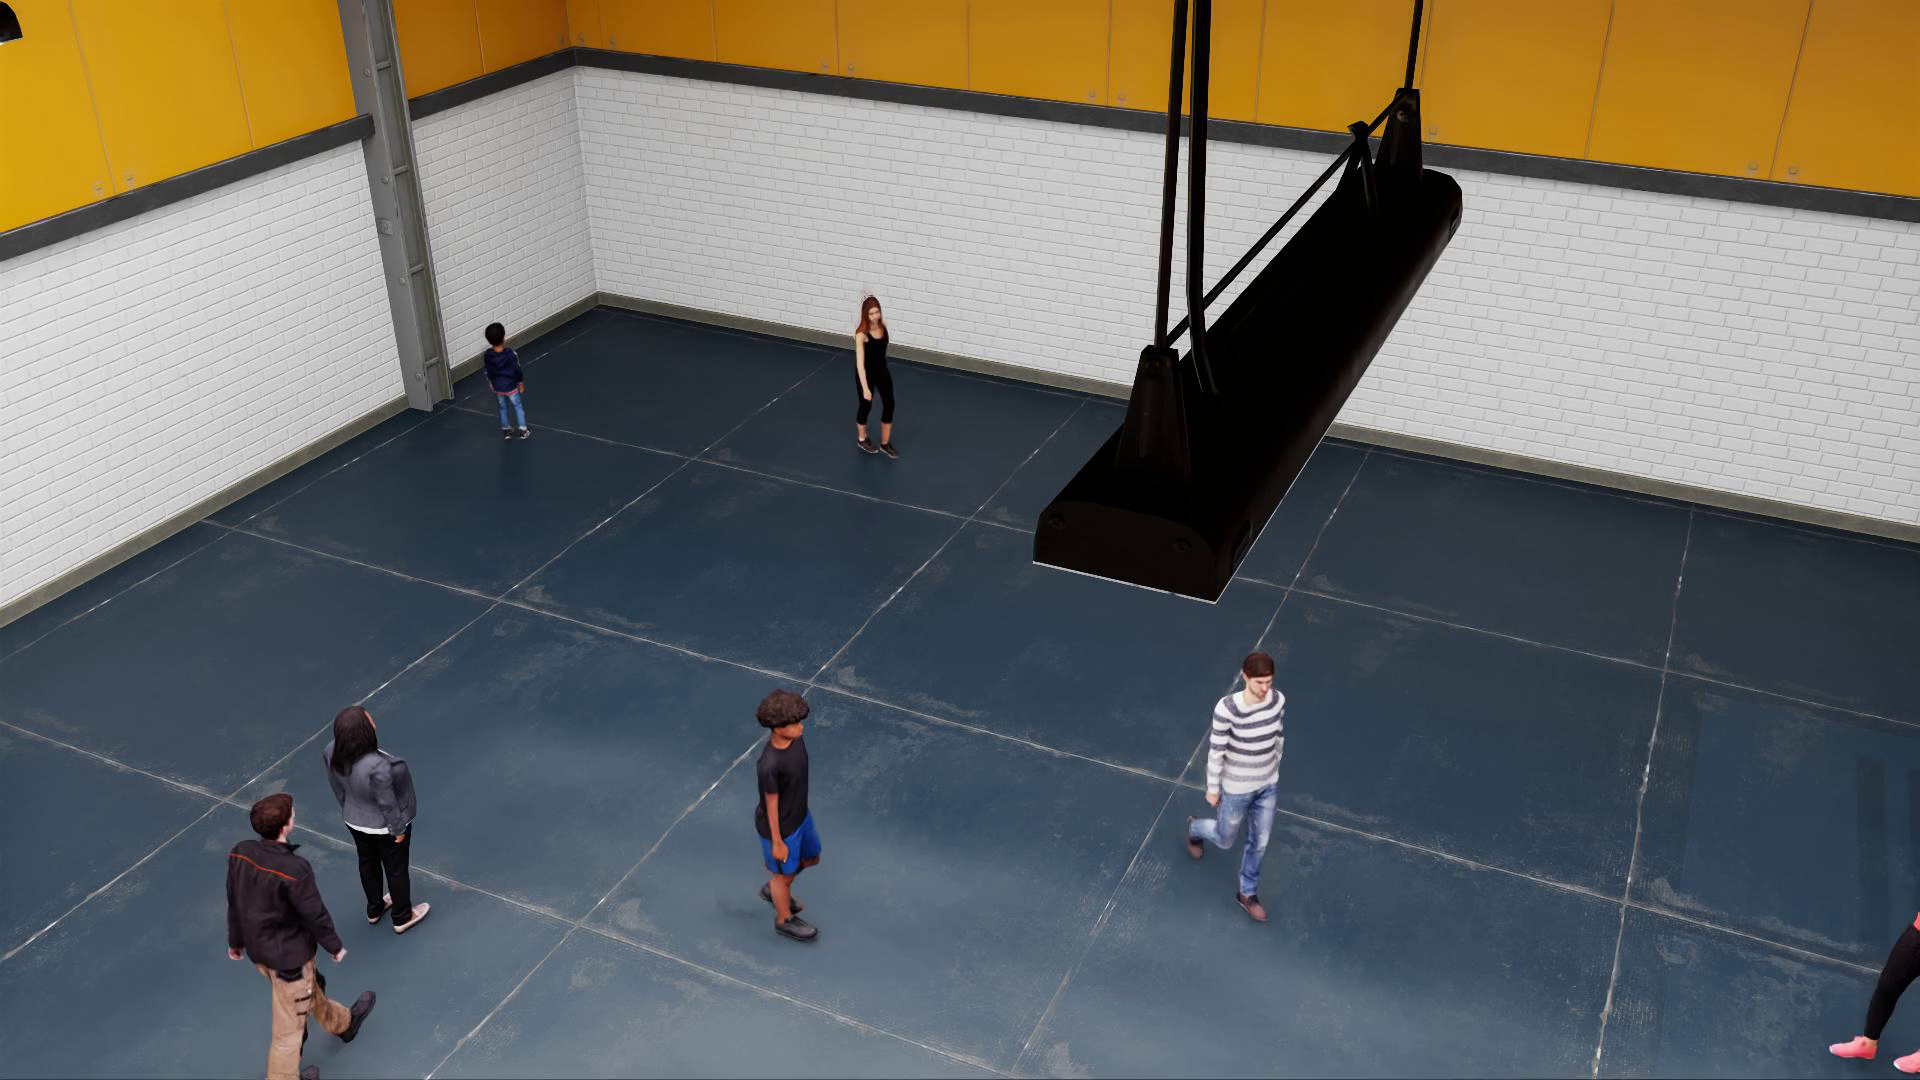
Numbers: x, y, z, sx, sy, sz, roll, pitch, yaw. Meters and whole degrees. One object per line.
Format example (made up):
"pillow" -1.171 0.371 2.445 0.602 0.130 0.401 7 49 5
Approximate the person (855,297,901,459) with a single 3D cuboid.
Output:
"person" -0.871 -1.597 16.065 0.835 1.687 0.823 22 36 35

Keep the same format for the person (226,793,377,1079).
"person" -3.657 2.246 8.814 0.732 1.885 1.066 13 31 22

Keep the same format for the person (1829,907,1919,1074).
"person" 5.421 2.245 9.031 0.915 1.679 0.888 -5 29 -8

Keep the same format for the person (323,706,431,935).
"person" -3.564 1.692 10.133 0.653 1.595 0.639 14 31 23

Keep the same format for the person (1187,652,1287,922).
"person" 1.732 1.450 10.333 1.059 1.828 1.115 -10 30 -18

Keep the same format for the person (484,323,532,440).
"person" -4.526 -1.556 16.478 0.609 1.221 0.613 4 29 7

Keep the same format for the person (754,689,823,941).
"person" -1.133 1.650 10.010 0.694 1.787 0.613 12 31 20
